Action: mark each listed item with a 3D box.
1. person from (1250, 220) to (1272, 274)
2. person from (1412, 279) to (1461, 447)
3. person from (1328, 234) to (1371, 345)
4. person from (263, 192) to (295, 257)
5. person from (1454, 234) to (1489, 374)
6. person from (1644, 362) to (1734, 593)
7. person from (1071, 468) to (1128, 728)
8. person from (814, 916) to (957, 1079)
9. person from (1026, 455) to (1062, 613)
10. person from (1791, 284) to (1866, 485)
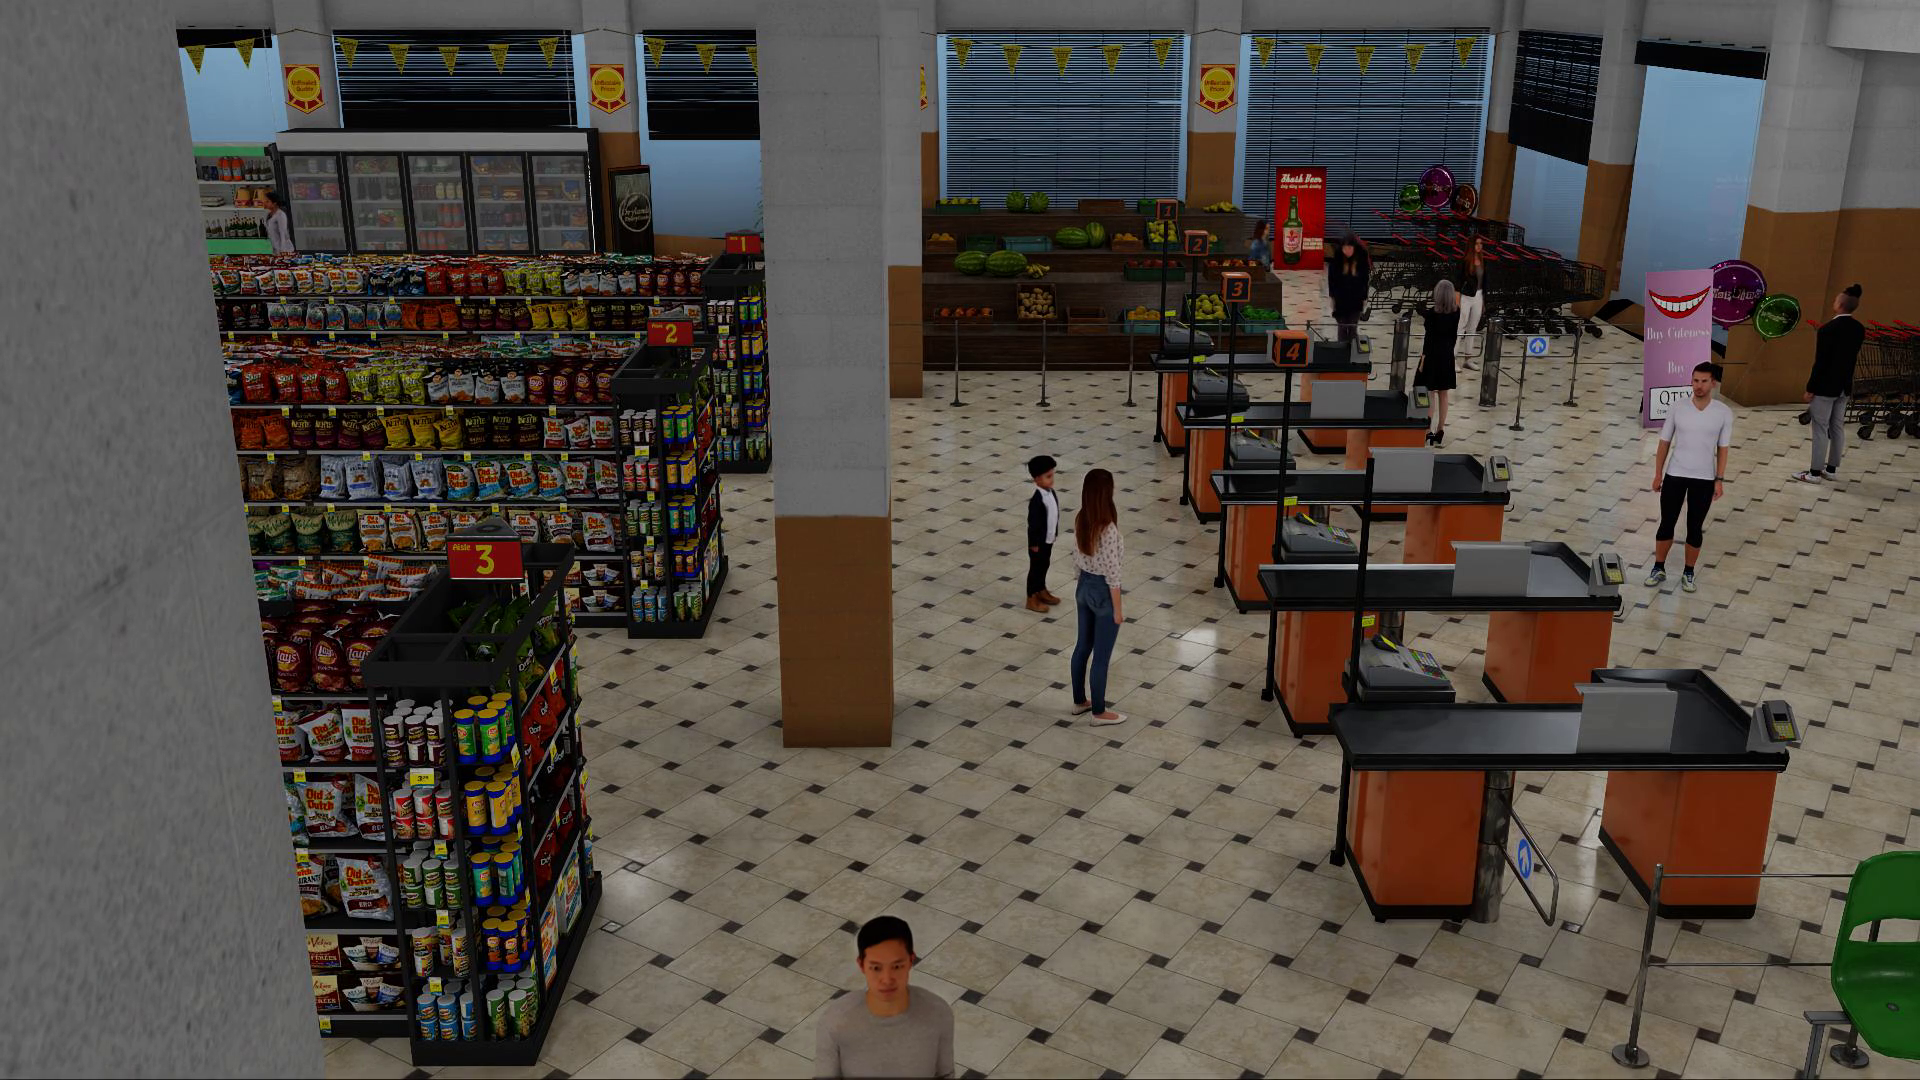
[{"bbox_3d":[4.214,-3.824,23.702,1.005,1.459,0.923,16,25,40],"label":"person"},{"bbox_3d":[5.009,-1.869,17.453,0.632,1.746,0.749,-8,20,-22],"label":"person"},{"bbox_3d":[4.906,-3.041,21.087,0.969,1.646,0.868,4,19,11],"label":"person"},{"bbox_3d":[-10.068,-4.302,24.712,0.953,1.719,0.854,-15,24,-38],"label":"person"},{"bbox_3d":[6.359,-2.968,20.780,0.588,1.704,0.722,-8,20,-22],"label":"person"},{"bbox_3d":[5.832,-0.517,13.281,0.663,1.851,0.813,9,21,26],"label":"person"},{"bbox_3d":[0.894,0.363,10.862,0.667,1.729,0.657,-11,21,-29],"label":"person"},{"bbox_3d":[-0.255,2.071,5.667,0.570,1.811,0.754,-4,19,-12],"label":"person"},{"bbox_3d":[0.631,-0.063,12.917,0.600,1.224,0.575,11,21,28],"label":"person"},{"bbox_3d":[8.451,-1.516,16.090,0.690,1.949,0.846,-8,20,-22],"label":"person"}]
